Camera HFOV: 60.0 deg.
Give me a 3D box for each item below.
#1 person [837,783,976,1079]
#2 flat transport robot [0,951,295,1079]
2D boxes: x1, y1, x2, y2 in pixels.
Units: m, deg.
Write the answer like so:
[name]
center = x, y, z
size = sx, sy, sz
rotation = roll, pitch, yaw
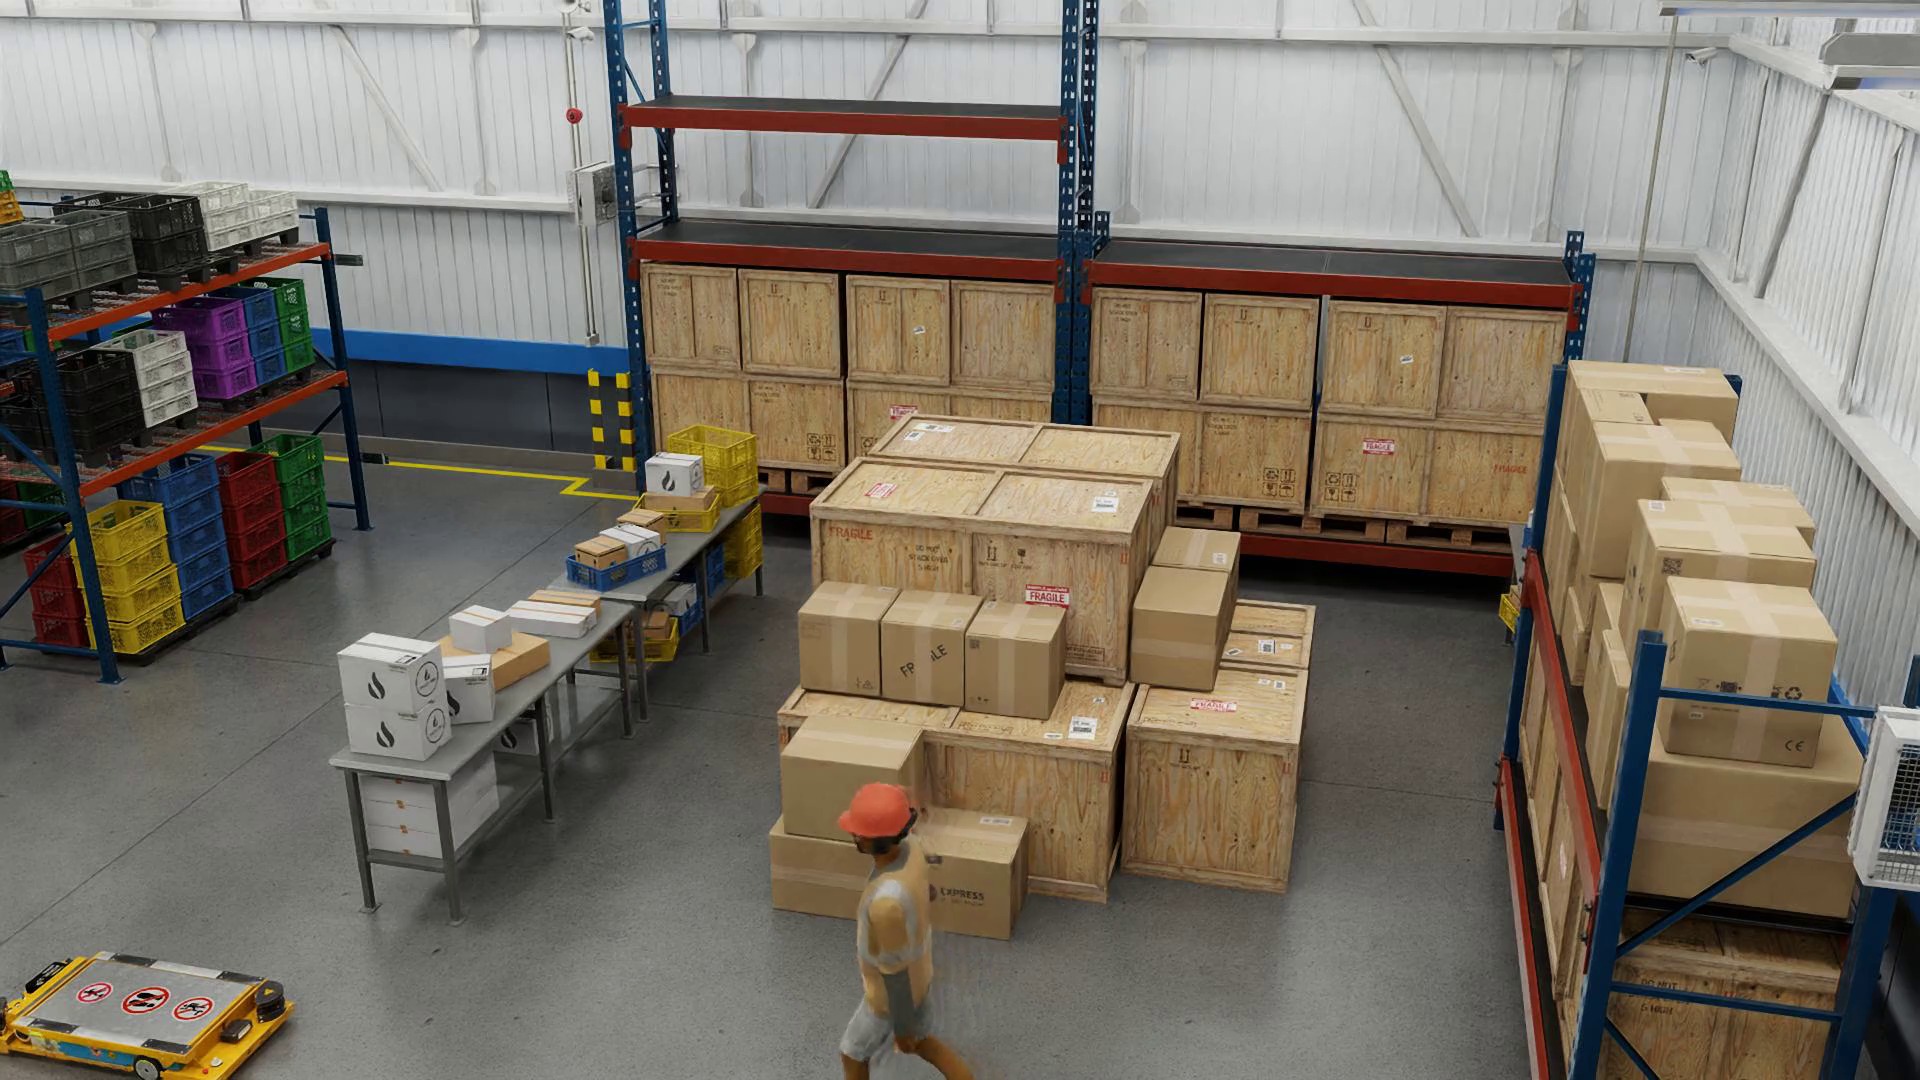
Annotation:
[person]
center = -0.220, 1.975, 7.443
size = 0.972, 2.010, 0.599
rotation = 5, 21, 13
[flat transport robot]
center = -4.270, 2.464, 8.601
size = 1.431, 0.231, 0.659
rotation = 5, 22, 13
